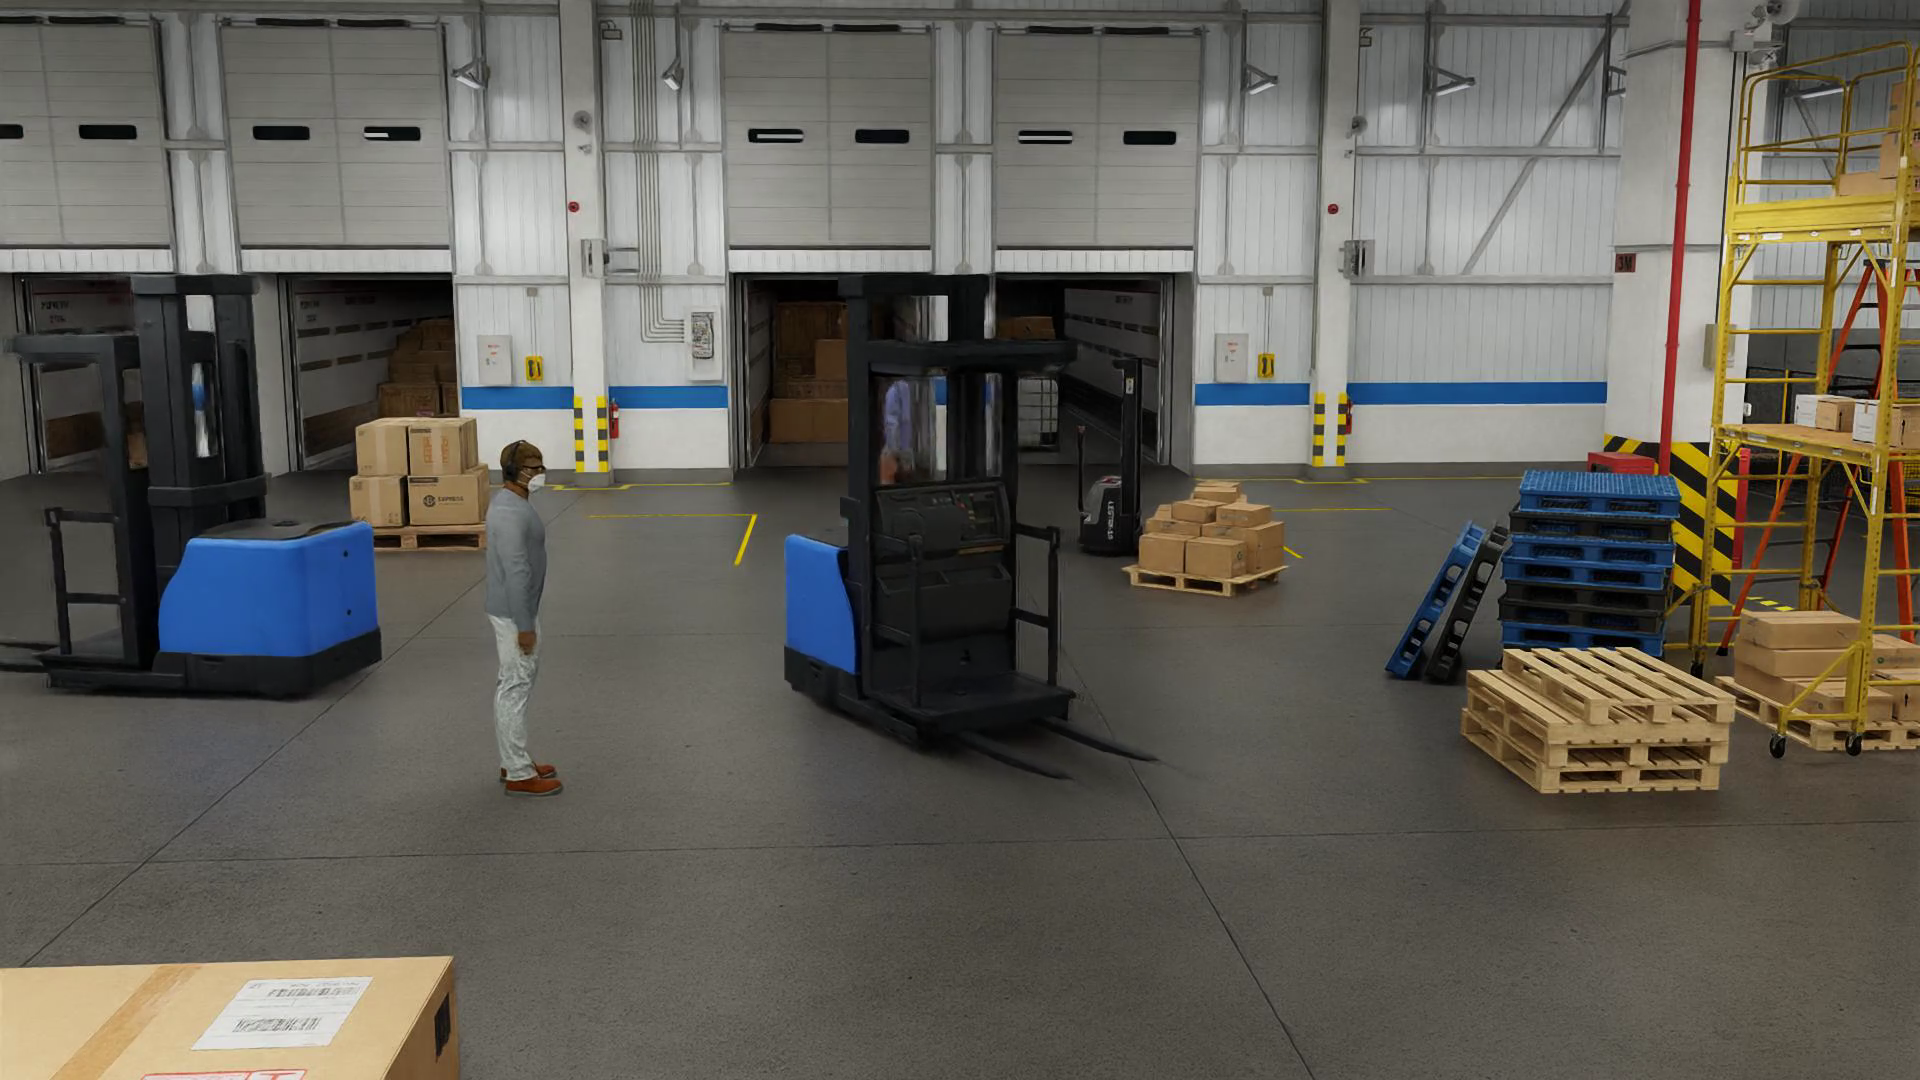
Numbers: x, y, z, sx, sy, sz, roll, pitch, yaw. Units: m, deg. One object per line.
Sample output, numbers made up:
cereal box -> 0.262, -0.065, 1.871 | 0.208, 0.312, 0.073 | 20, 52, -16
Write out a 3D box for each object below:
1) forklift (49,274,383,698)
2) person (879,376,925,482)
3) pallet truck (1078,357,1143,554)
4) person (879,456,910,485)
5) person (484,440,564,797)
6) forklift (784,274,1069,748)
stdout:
forklift -> -5.124, -0.422, 11.397 | 1.873, 2.768, 1.129 | 2, 9, 10
person -> -0.669, -1.161, 19.129 | 0.971, 1.904, 0.537 | 3, 10, 21
pallet truck -> 2.088, -0.836, 16.757 | 1.885, 1.965, 0.823 | 2, 9, 13
person -> -0.587, 0.224, 11.347 | 0.789, 1.601, 0.532 | -4, 10, -24
person -> -2.398, 0.420, 9.071 | 0.377, 1.936, 0.628 | -3, 9, -16
forklift -> -0.293, -0.302, 10.643 | 1.129, 2.768, 1.873 | -6, 11, -32
